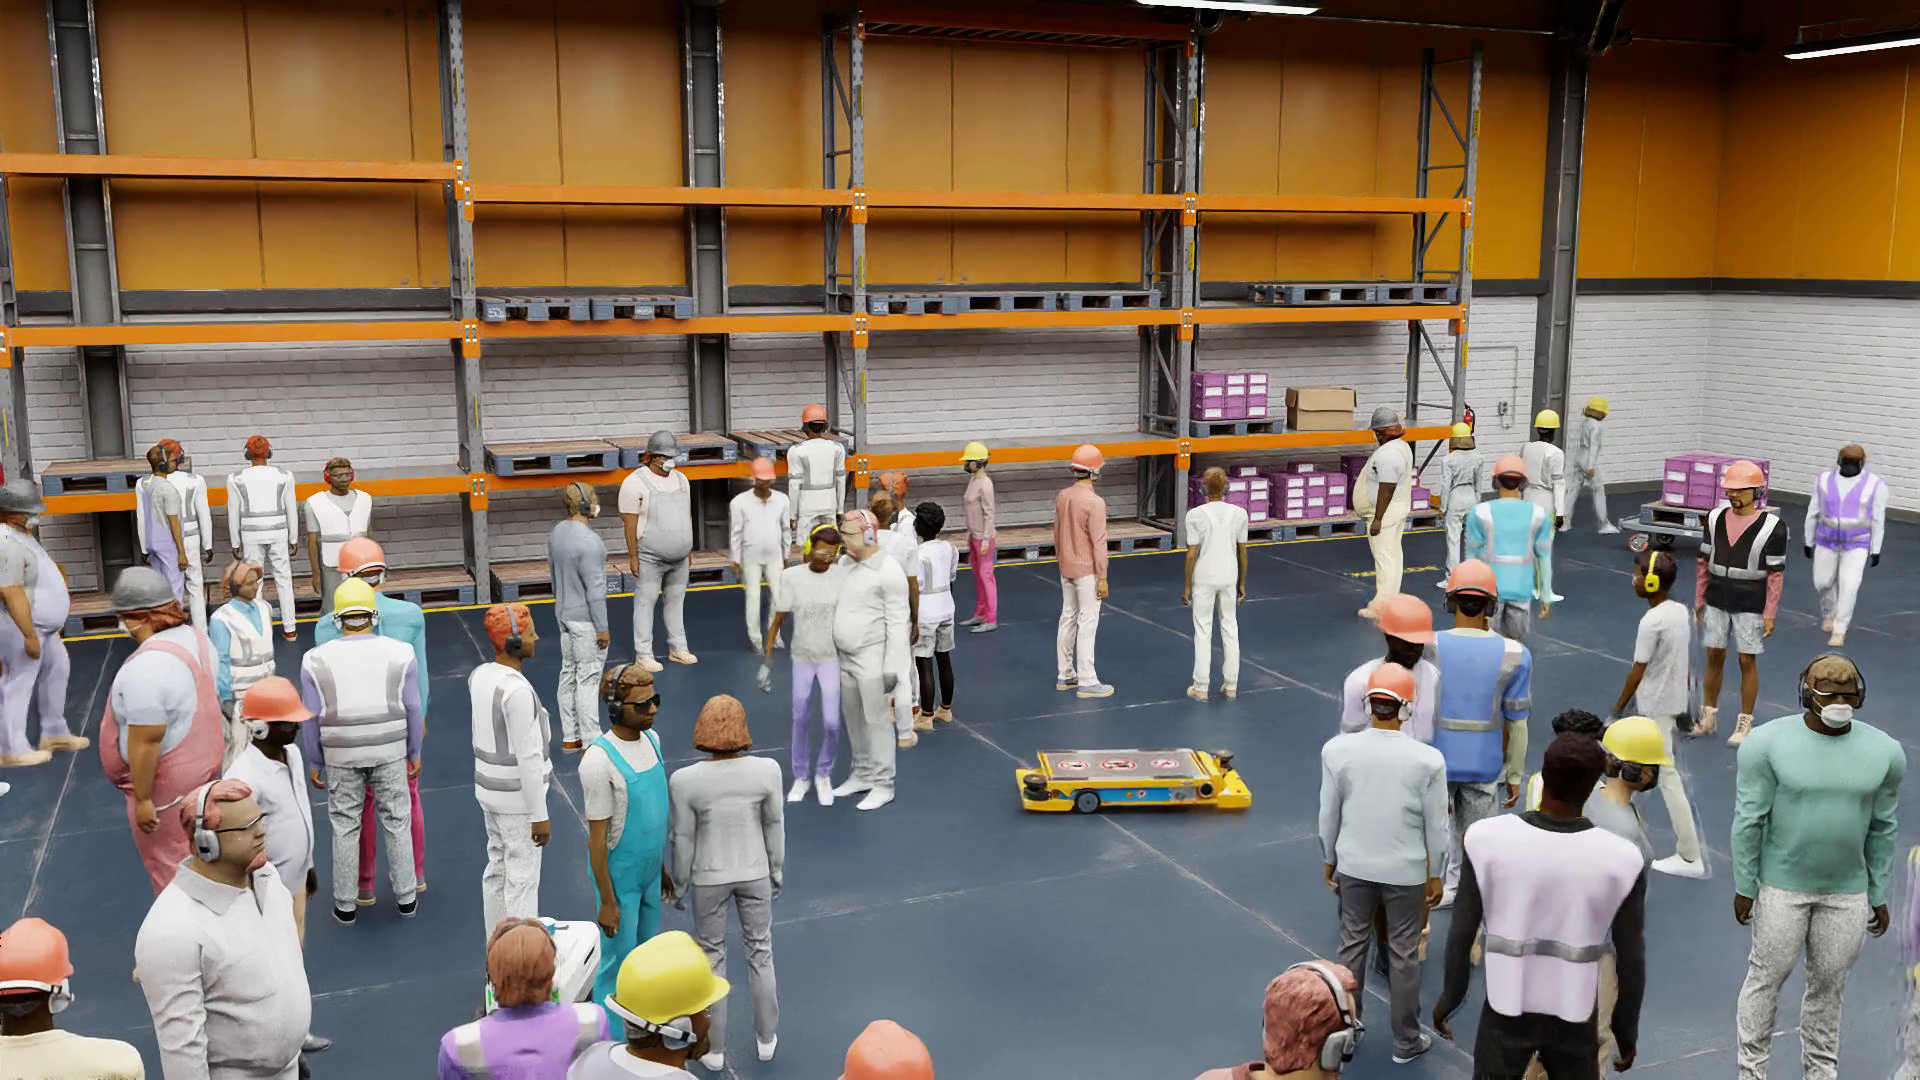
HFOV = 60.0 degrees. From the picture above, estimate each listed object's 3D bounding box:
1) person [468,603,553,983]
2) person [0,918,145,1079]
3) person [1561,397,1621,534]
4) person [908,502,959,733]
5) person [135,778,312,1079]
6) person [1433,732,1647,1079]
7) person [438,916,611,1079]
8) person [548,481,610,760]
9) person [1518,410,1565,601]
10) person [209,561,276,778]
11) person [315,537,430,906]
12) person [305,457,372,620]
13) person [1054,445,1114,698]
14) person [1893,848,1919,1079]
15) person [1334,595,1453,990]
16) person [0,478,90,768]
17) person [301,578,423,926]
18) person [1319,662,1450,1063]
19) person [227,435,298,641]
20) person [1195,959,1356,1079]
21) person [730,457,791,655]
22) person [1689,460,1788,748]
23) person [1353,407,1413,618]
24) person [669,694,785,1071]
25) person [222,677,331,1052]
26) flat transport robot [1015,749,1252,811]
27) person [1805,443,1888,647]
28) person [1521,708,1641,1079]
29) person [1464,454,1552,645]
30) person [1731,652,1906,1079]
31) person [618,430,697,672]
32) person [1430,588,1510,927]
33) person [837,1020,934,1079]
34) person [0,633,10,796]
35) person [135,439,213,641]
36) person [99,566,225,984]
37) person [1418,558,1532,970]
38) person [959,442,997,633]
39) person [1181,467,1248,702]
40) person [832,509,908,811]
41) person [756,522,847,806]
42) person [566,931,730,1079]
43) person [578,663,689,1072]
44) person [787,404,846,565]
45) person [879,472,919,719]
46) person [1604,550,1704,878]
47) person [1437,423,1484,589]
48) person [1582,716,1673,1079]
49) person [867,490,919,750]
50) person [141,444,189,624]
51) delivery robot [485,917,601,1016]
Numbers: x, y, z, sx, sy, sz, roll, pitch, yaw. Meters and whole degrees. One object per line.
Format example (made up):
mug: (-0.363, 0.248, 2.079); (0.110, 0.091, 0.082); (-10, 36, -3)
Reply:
person: (-2.087, 1.223, 7.819); (0.355, 1.883, 0.573); (-8, 12, -38)
person: (-2.459, 1.870, 4.499); (0.565, 1.742, 0.352); (-4, 11, -22)
person: (7.893, -0.926, 20.717); (0.722, 1.699, 0.565); (-1, 10, -4)
person: (-0.223, 0.560, 12.169); (0.318, 1.700, 0.535); (7, 12, 35)
person: (-2.219, 1.669, 5.169); (0.411, 1.913, 0.643); (1, 10, 4)
person: (1.968, 1.597, 5.670); (0.683, 1.892, 0.398); (3, 10, 15)
person: (-1.229, 1.891, 4.849); (0.533, 1.605, 0.864); (-4, 11, -23)
person: (-2.604, 0.557, 11.499); (0.370, 1.940, 0.627); (-8, 13, -38)
person: (5.854, -0.345, 16.729); (0.371, 1.927, 0.588); (-5, 11, -26)
person: (-4.365, 0.936, 10.185); (0.310, 1.637, 0.522); (2, 10, 14)
person: (-3.167, 0.971, 8.982); (0.615, 1.987, 0.407); (-9, 13, -42)
person: (-5.069, 0.229, 13.650); (0.394, 1.846, 0.564); (8, 13, 40)
person: (0.987, 0.239, 13.164); (0.393, 1.993, 0.622); (-6, 11, -29)
person: (3.670, 1.666, 6.088); (0.819, 1.604, 0.525); (-5, 11, -27)
person: (2.066, 1.161, 8.134); (0.562, 1.910, 0.740); (-3, 10, -19)
person: (-6.271, 0.537, 11.320); (0.702, 2.000, 0.716); (-5, 11, -26)
person: (-3.112, 1.104, 8.698); (0.591, 1.824, 0.404); (-4, 11, -20)
person: (1.848, 1.392, 7.238); (0.560, 1.744, 0.338); (5, 11, 29)
person: (-6.237, -0.003, 14.921); (0.573, 1.876, 0.355); (-5, 11, -25)
person: (0.798, 1.898, 3.878); (0.406, 1.905, 0.636); (-8, 13, -38)
person: (-1.723, 0.143, 14.469); (0.579, 1.738, 0.387); (-4, 11, -23)
person: (5.502, 0.450, 11.811); (0.378, 2.045, 0.605); (-8, 13, -38)
person: (4.045, -0.274, 15.994); (0.535, 2.000, 0.674); (5, 11, 28)
person: (-0.994, 1.464, 7.149); (0.497, 1.634, 0.279); (-3, 10, -19)
person: (-2.881, 1.427, 7.040); (0.353, 1.745, 0.567); (0, 10, 2)
flat transport robot: (1.095, 1.531, 10.685); (1.431, 0.197, 0.652); (-1, 10, -3)
person: (7.939, 0.021, 14.925); (0.650, 1.827, 0.594); (9, 13, 42)
person: (2.462, 1.506, 6.724); (0.316, 1.697, 0.541); (-6, 12, -31)
person: (4.059, 0.367, 12.403); (0.611, 2.014, 0.521); (1, 10, 5)
person: (3.414, 1.396, 6.665); (0.632, 1.940, 0.372); (1, 10, 6)
person: (-2.487, 0.077, 13.972); (0.535, 2.000, 0.680); (9, 13, 42)
person: (2.651, 1.087, 8.643); (0.311, 1.869, 0.534); (-4, 10, -20)
person: (-0.159, 1.968, 3.900); (0.572, 1.749, 0.341); (-8, 13, -38)
person: (-6.381, 0.739, 10.503); (0.587, 1.922, 0.392); (-4, 11, -21)
person: (-6.863, 0.051, 14.570); (0.587, 1.882, 0.342); (-3, 10, -19)
person: (-3.869, 1.104, 8.051); (0.536, 2.000, 0.692); (1, 10, 3)
person: (2.446, 1.097, 8.148); (0.615, 2.028, 0.409); (1, 10, 8)
person: (0.165, -0.024, 15.340); (0.331, 1.768, 0.527); (-3, 10, -15)
person: (1.983, 0.350, 12.984); (0.517, 1.836, 0.340); (-2, 10, -11)
person: (-0.619, 0.746, 10.508); (0.403, 1.906, 0.652); (-8, 13, -39)
person: (-0.951, 0.780, 10.521); (0.665, 1.831, 0.500); (0, 10, 2)
person: (-0.737, 1.873, 4.216); (0.591, 1.834, 0.404); (10, 14, 44)
person: (-1.350, 1.408, 6.867); (0.344, 1.846, 0.507); (3, 10, 17)
person: (-1.405, -0.300, 16.138); (0.611, 2.043, 0.374); (-6, 12, -31)
person: (-0.467, 0.417, 12.471); (0.357, 1.882, 0.573); (-3, 10, -15)
person: (3.848, 0.964, 9.475); (0.959, 1.820, 0.540); (8, 13, 40)
person: (5.194, -0.352, 17.311); (0.485, 1.739, 0.314); (-3, 10, -16)
person: (2.514, 1.534, 6.397); (0.339, 1.761, 0.524); (2, 10, 10)
person: (-0.535, 0.569, 11.695); (0.506, 1.846, 0.349); (1, 10, 5)
person: (-6.888, 0.088, 14.473); (0.506, 1.846, 0.346); (7, 12, 36)
delivery robot: (-1.838, 1.918, 7.372); (0.477, 0.478, 0.707); (0, 10, 2)
